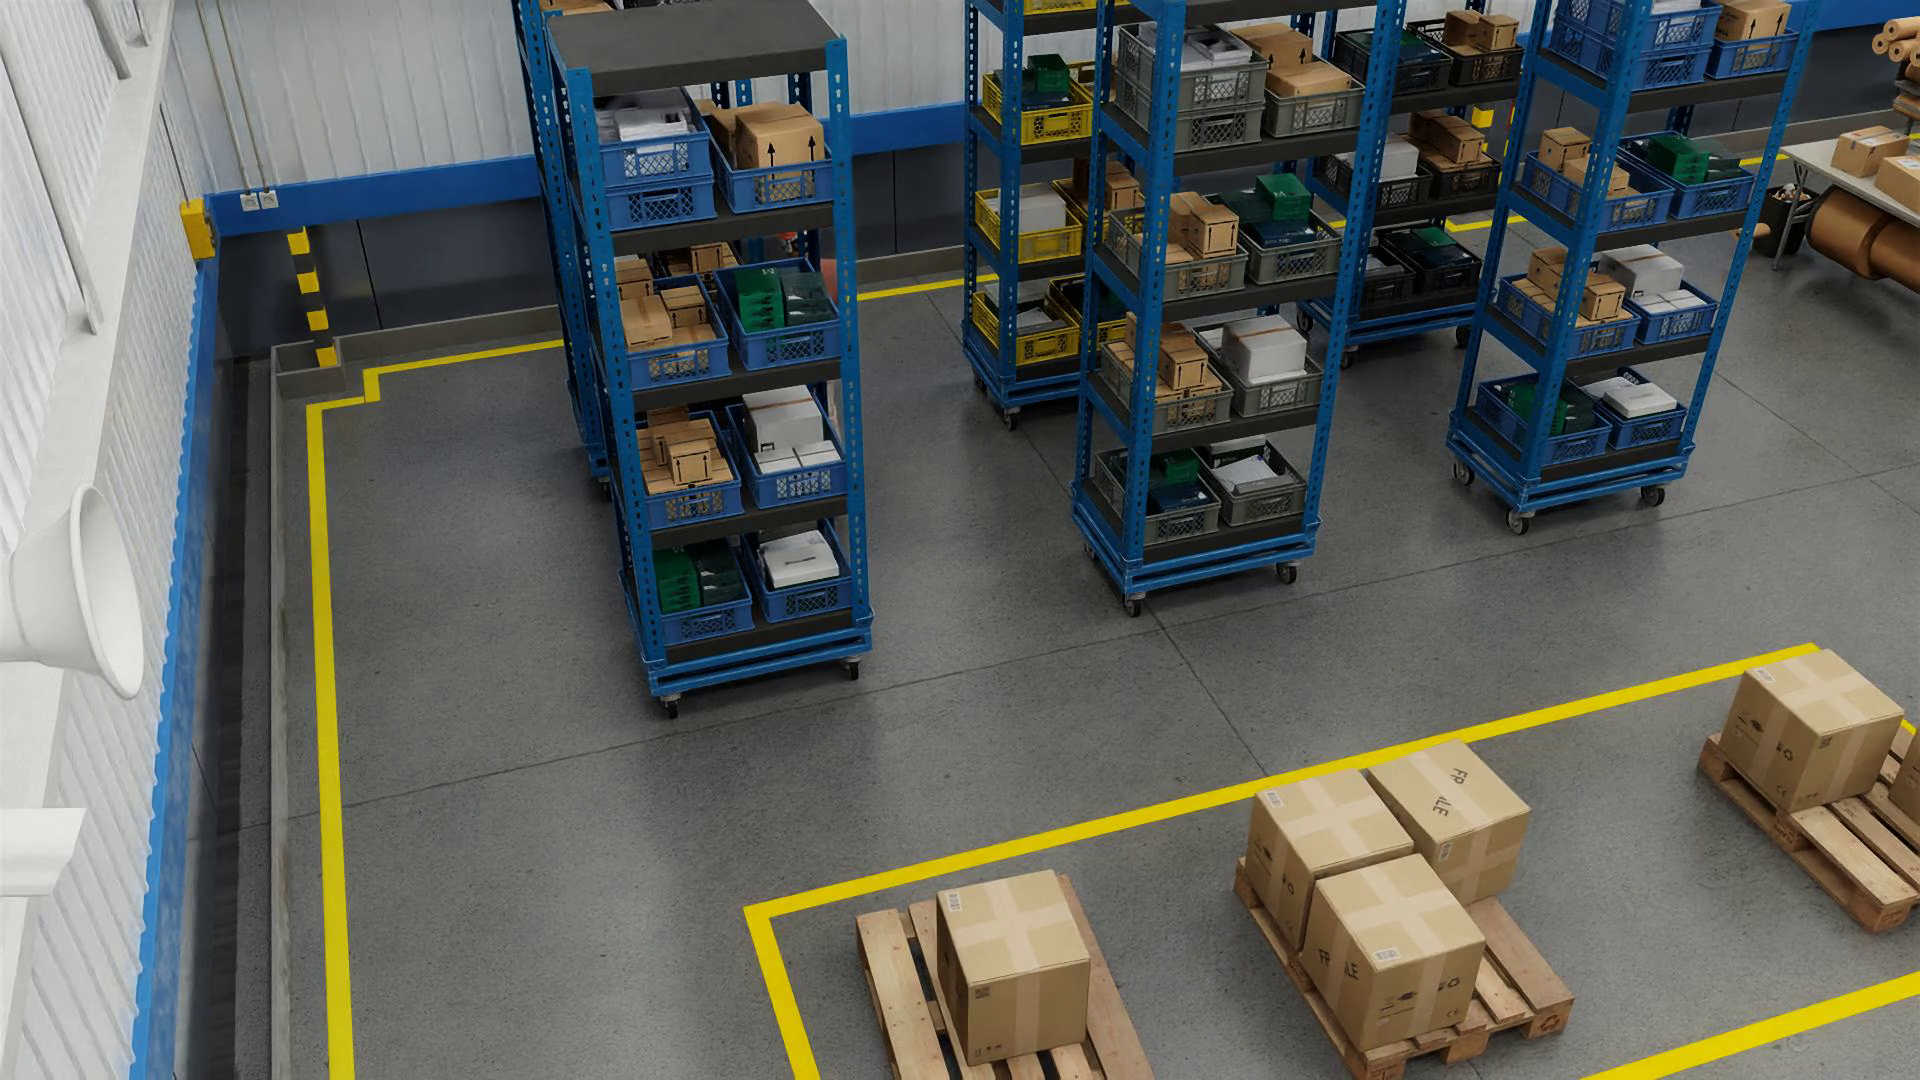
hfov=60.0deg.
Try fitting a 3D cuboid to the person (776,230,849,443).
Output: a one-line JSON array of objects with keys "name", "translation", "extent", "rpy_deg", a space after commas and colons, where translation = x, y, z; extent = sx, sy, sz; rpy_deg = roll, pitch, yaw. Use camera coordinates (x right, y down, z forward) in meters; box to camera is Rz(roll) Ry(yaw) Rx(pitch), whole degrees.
[{"name": "person", "translation": [-0.943, -1.093, 10.113], "extent": [0.624, 1.980, 0.410], "rpy_deg": [-28, 44, -34]}]
